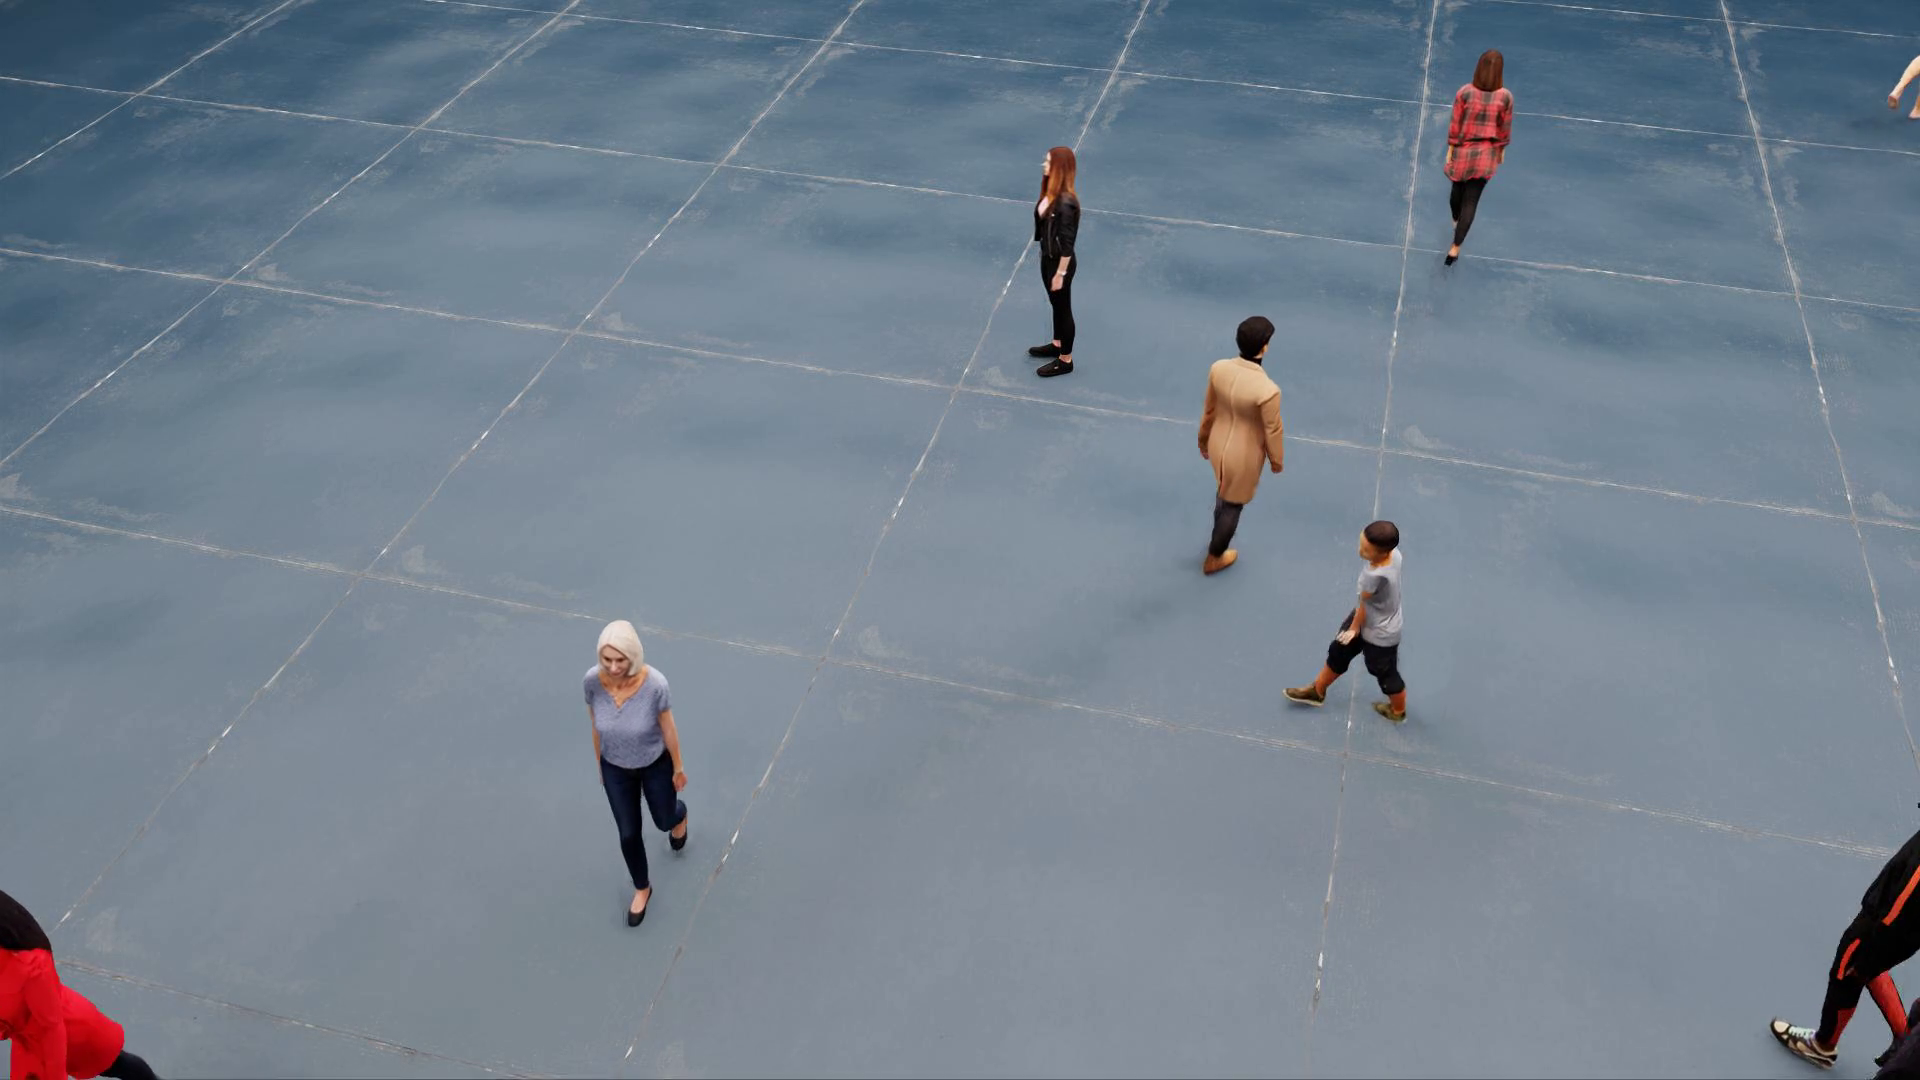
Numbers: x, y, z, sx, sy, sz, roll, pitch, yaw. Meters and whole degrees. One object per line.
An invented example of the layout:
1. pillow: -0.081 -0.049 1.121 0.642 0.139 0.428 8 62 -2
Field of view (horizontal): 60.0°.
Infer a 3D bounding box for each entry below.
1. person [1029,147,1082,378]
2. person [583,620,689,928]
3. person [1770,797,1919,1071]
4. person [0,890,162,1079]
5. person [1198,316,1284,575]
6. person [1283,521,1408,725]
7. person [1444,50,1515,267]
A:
1. person: 0.705 -1.964 11.677 0.736 1.712 0.592 -4 38 -6
2. person: -1.494 1.007 7.883 0.652 1.708 0.919 5 38 7
3. person: 3.982 1.673 6.960 0.916 1.796 0.937 -30 47 -33
4. person: -3.561 1.932 6.700 0.733 1.709 1.050 15 40 18
5. person: 1.583 -0.506 9.813 0.848 1.713 0.797 -28 46 -31
6. person: 2.287 0.404 8.887 0.631 1.421 0.842 15 41 19
7. person: 3.997 -2.935 12.962 0.703 1.659 1.137 13 40 16
